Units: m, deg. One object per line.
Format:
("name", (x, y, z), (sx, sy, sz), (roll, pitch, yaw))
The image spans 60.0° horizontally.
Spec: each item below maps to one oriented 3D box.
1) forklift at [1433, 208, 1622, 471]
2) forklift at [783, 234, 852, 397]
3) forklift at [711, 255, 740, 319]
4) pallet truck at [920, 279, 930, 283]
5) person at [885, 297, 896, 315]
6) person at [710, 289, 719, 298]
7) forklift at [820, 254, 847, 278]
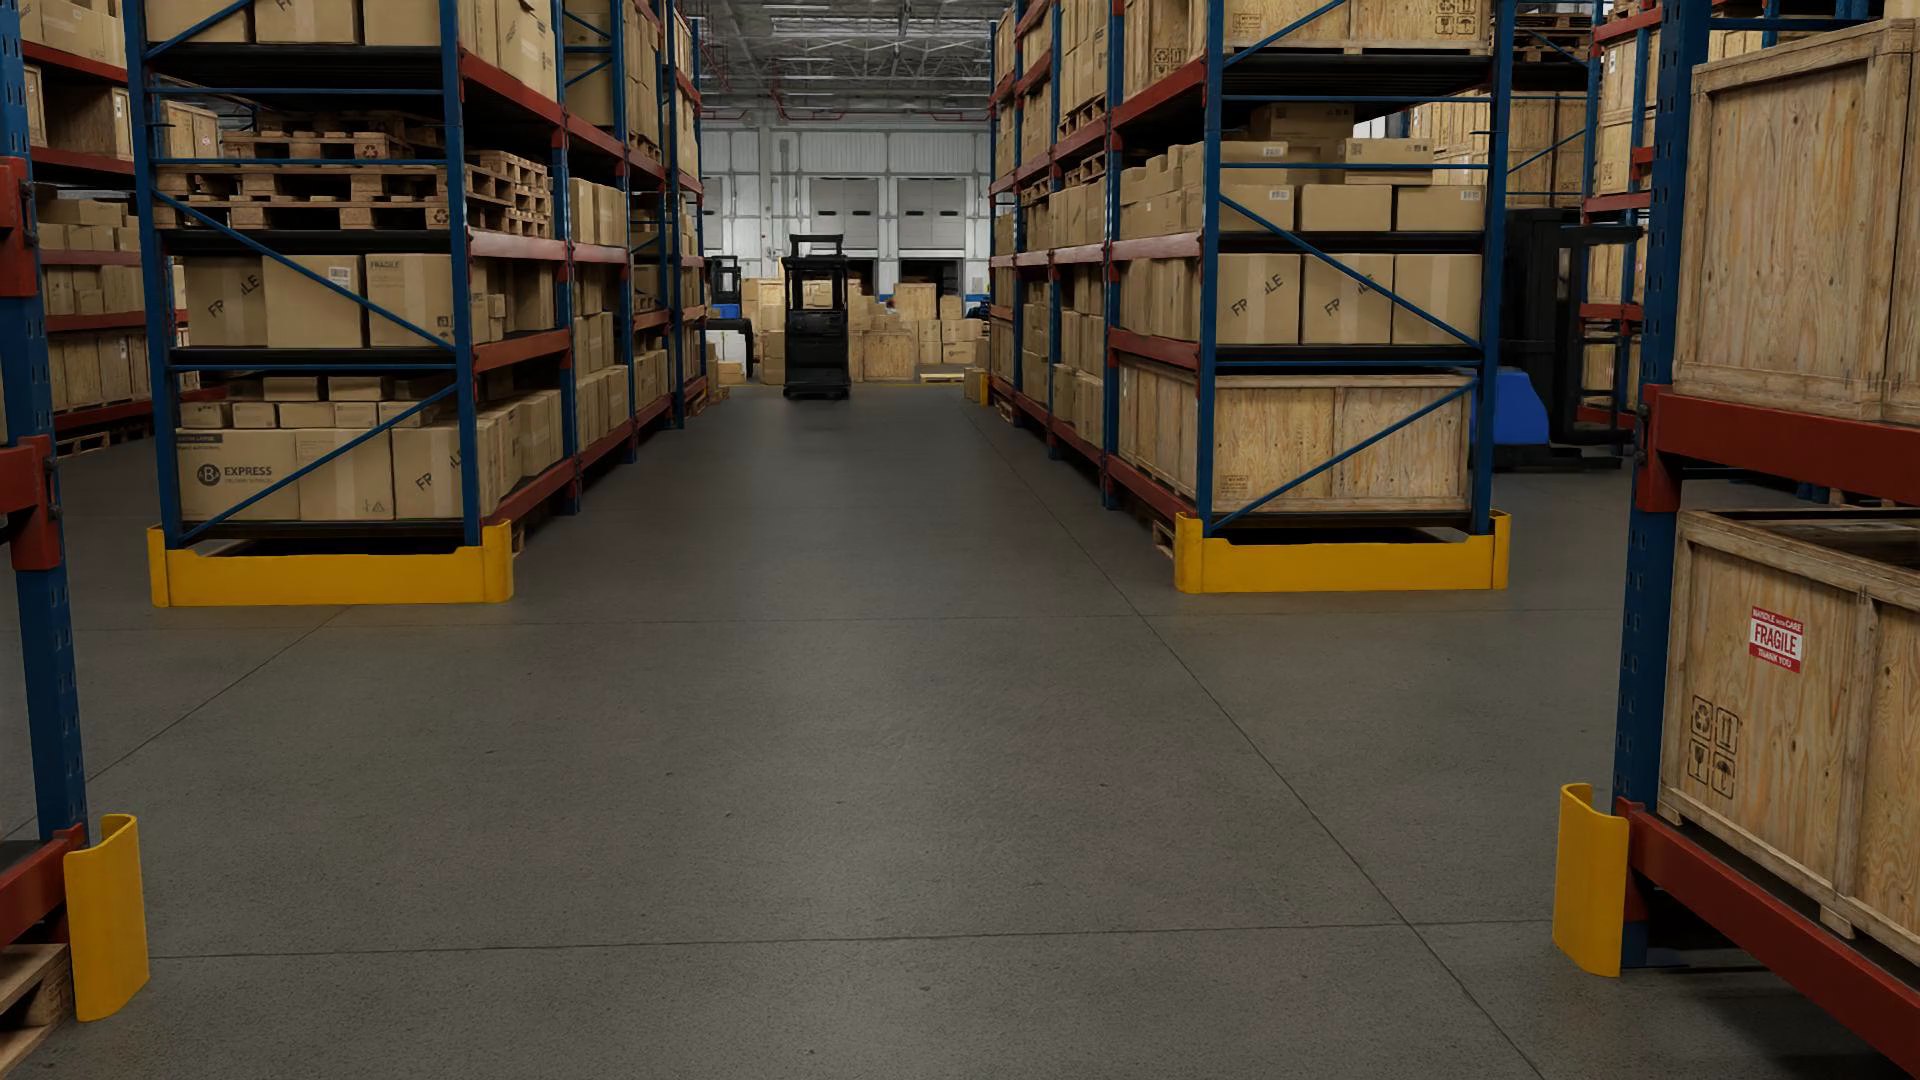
("forklift", (6.137, -2.197, 18.123), (1.873, 2.768, 1.129), (-1, 9, -4))
("forklift", (-2.489, -3.952, 29.143), (1.129, 2.768, 1.873), (0, 9, -1))
("forklift", (-8.400, -8.787, 59.502), (1.129, 2.768, 1.873), (-1, 9, -4))
("pallet truck", (-0.932, -8.922, 63.114), (1.885, 1.965, 0.823), (2, 9, 13))
("person", (-1.523, -4.702, 37.806), (0.644, 1.622, 0.520), (-2, 9, -15))
("person", (-9.103, -8.608, 62.079), (0.530, 1.697, 0.322), (1, 9, 8))
("forklift", (-4.317, -8.378, 56.937), (1.129, 2.768, 1.873), (4, 10, 24))
